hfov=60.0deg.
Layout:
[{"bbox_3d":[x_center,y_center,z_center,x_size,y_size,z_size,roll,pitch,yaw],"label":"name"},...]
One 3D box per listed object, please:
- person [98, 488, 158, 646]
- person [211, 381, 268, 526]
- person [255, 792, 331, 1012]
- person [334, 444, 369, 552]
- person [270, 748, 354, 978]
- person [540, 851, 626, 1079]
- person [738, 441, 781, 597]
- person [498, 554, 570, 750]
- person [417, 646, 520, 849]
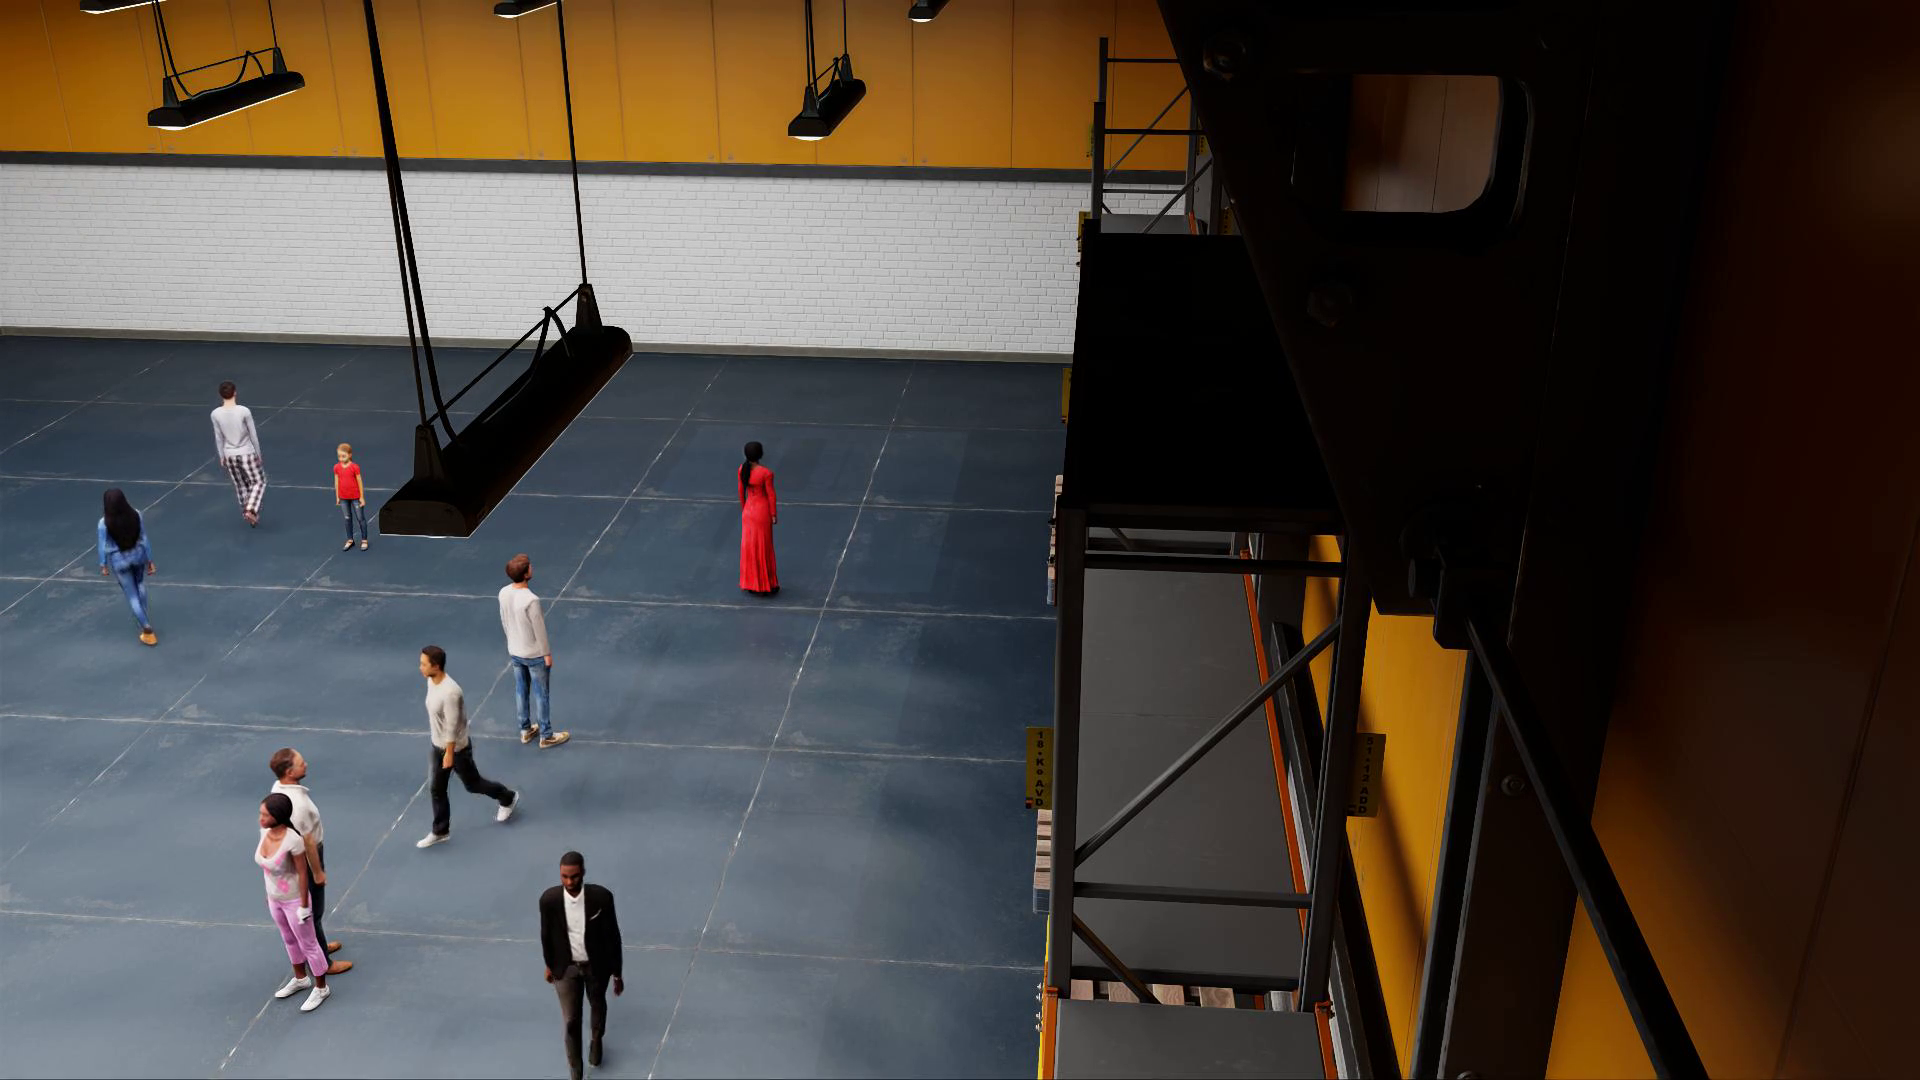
[{"bbox_3d":[-8.555,0.297,17.218,0.983,1.687,0.982,18,30,36],"label":"person"},{"bbox_3d":[-8.653,-0.991,19.978,0.720,1.837,0.841,-2,24,-5],"label":"person"},{"bbox_3d":[-4.808,2.575,11.942,0.655,1.740,0.658,15,28,30],"label":"person"},{"bbox_3d":[-7.159,-0.520,19.559,0.476,1.310,0.484,1,24,3],"label":"person"},{"bbox_3d":[-4.873,2.363,12.282,0.811,1.856,0.726,-15,28,-31],"label":"person"},{"bbox_3d":[-2.552,2.839,11.293,0.839,1.775,1.074,-3,24,-7],"label":"person"},{"bbox_3d":[-2.243,-0.243,18.335,0.720,1.783,0.737,12,26,25],"label":"person"},{"bbox_3d":[-3.969,1.019,15.296,0.752,1.905,0.742,14,27,28],"label":"person"},{"bbox_3d":[-4.159,1.687,13.928,1.104,1.777,1.216,22,32,40],"label":"person"}]
